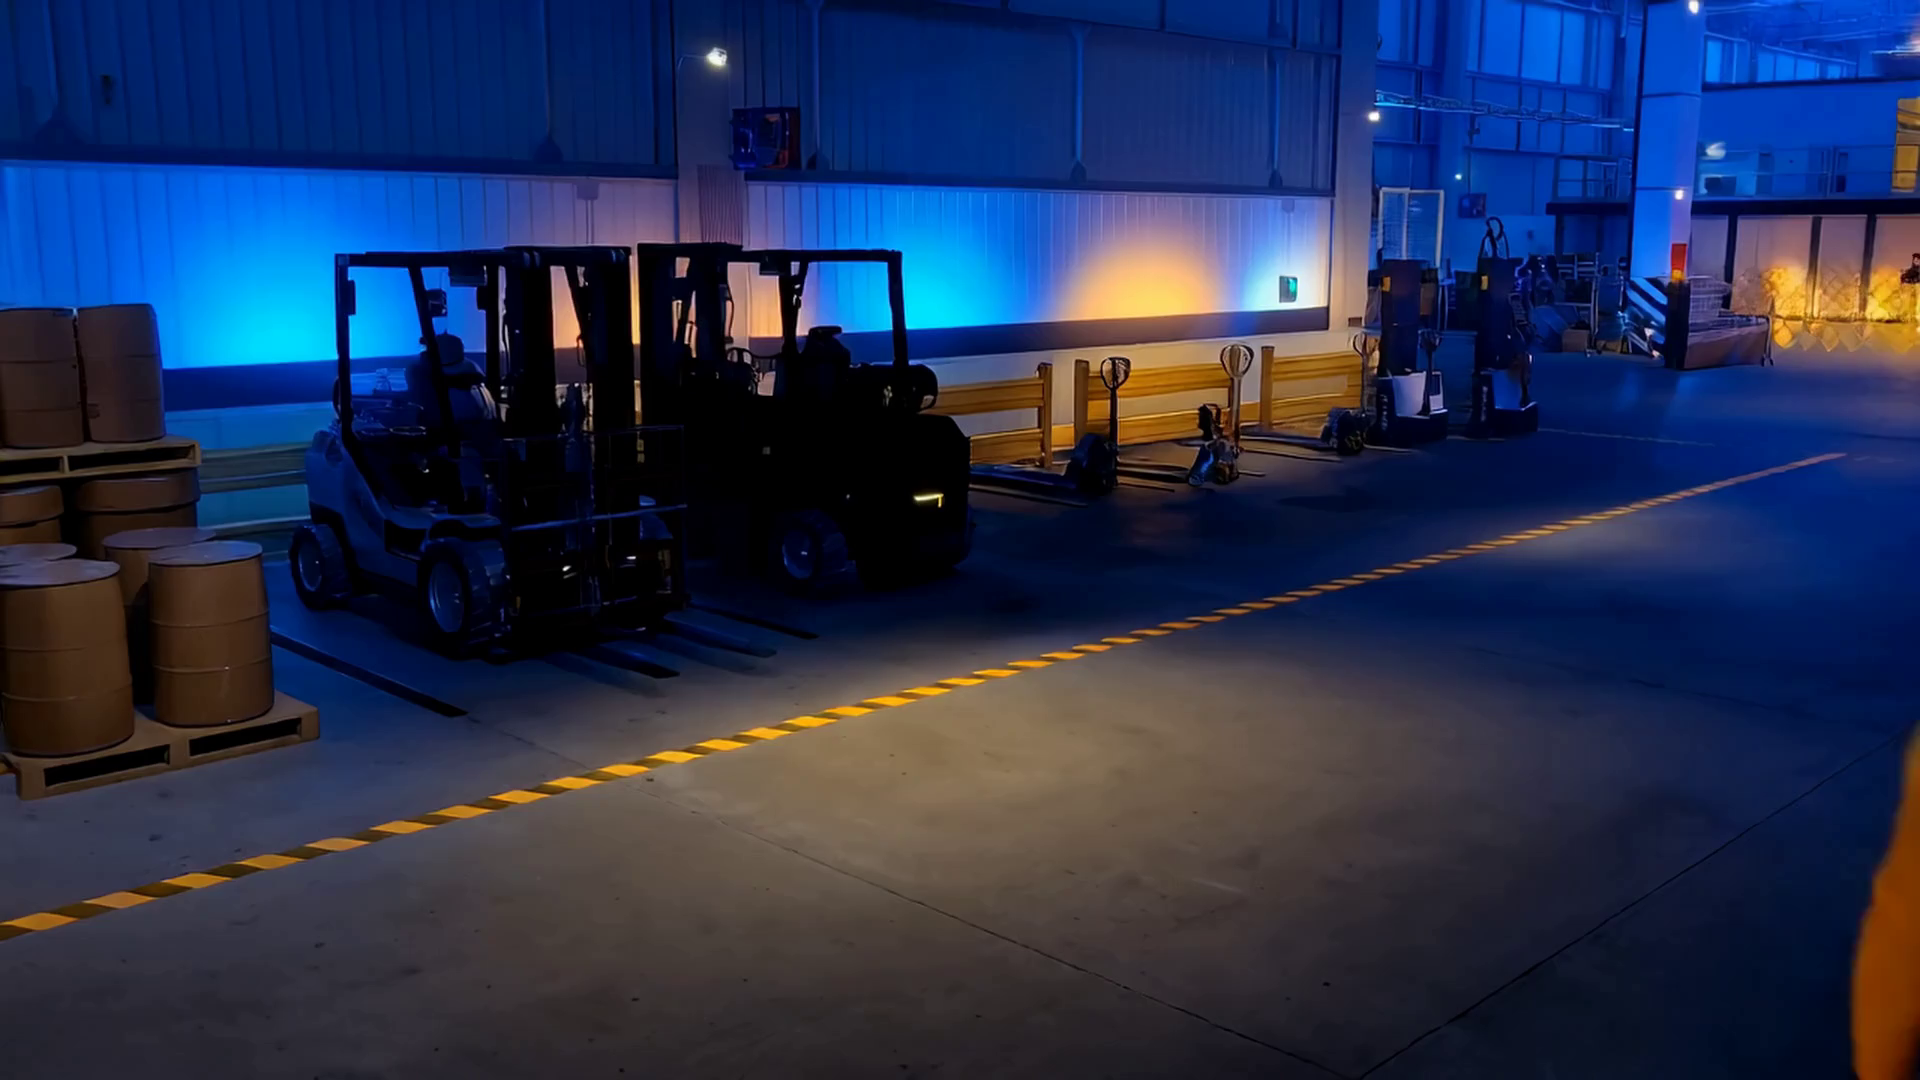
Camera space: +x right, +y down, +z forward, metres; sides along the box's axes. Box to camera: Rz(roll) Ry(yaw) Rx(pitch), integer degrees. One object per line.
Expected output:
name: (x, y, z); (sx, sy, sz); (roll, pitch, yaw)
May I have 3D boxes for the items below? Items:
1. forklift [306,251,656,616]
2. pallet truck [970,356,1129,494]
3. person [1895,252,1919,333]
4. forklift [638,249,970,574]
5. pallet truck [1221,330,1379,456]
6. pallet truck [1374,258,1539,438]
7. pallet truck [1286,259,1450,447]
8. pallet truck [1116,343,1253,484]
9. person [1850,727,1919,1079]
forklift: (-2.833, -0.669, 9.694); (1.157, 1.987, 2.680); (-10, 14, -44)
pallet truck: (0.784, -1.085, 14.876); (0.680, 1.201, 1.601); (-10, 14, -44)
person: (21.985, -5.700, 38.361); (0.548, 1.860, 0.636); (-5, 12, -27)
forklift: (-1.173, -0.958, 11.239); (2.680, 1.987, 1.157); (10, 14, 43)
pallet truck: (3.563, -1.581, 17.381); (0.653, 1.274, 1.630); (-10, 14, -44)
pallet truck: (5.704, -2.208, 18.901); (1.885, 1.965, 0.823); (10, 14, 43)
pallet truck: (4.493, -2.078, 18.196); (0.823, 1.965, 1.885); (-9, 14, -40)
pallet truck: (1.962, -1.215, 15.415); (1.522, 1.261, 0.704); (10, 14, 43)
person: (1.757, 0.831, 2.629); (0.670, 1.887, 0.452); (1, 10, 8)
